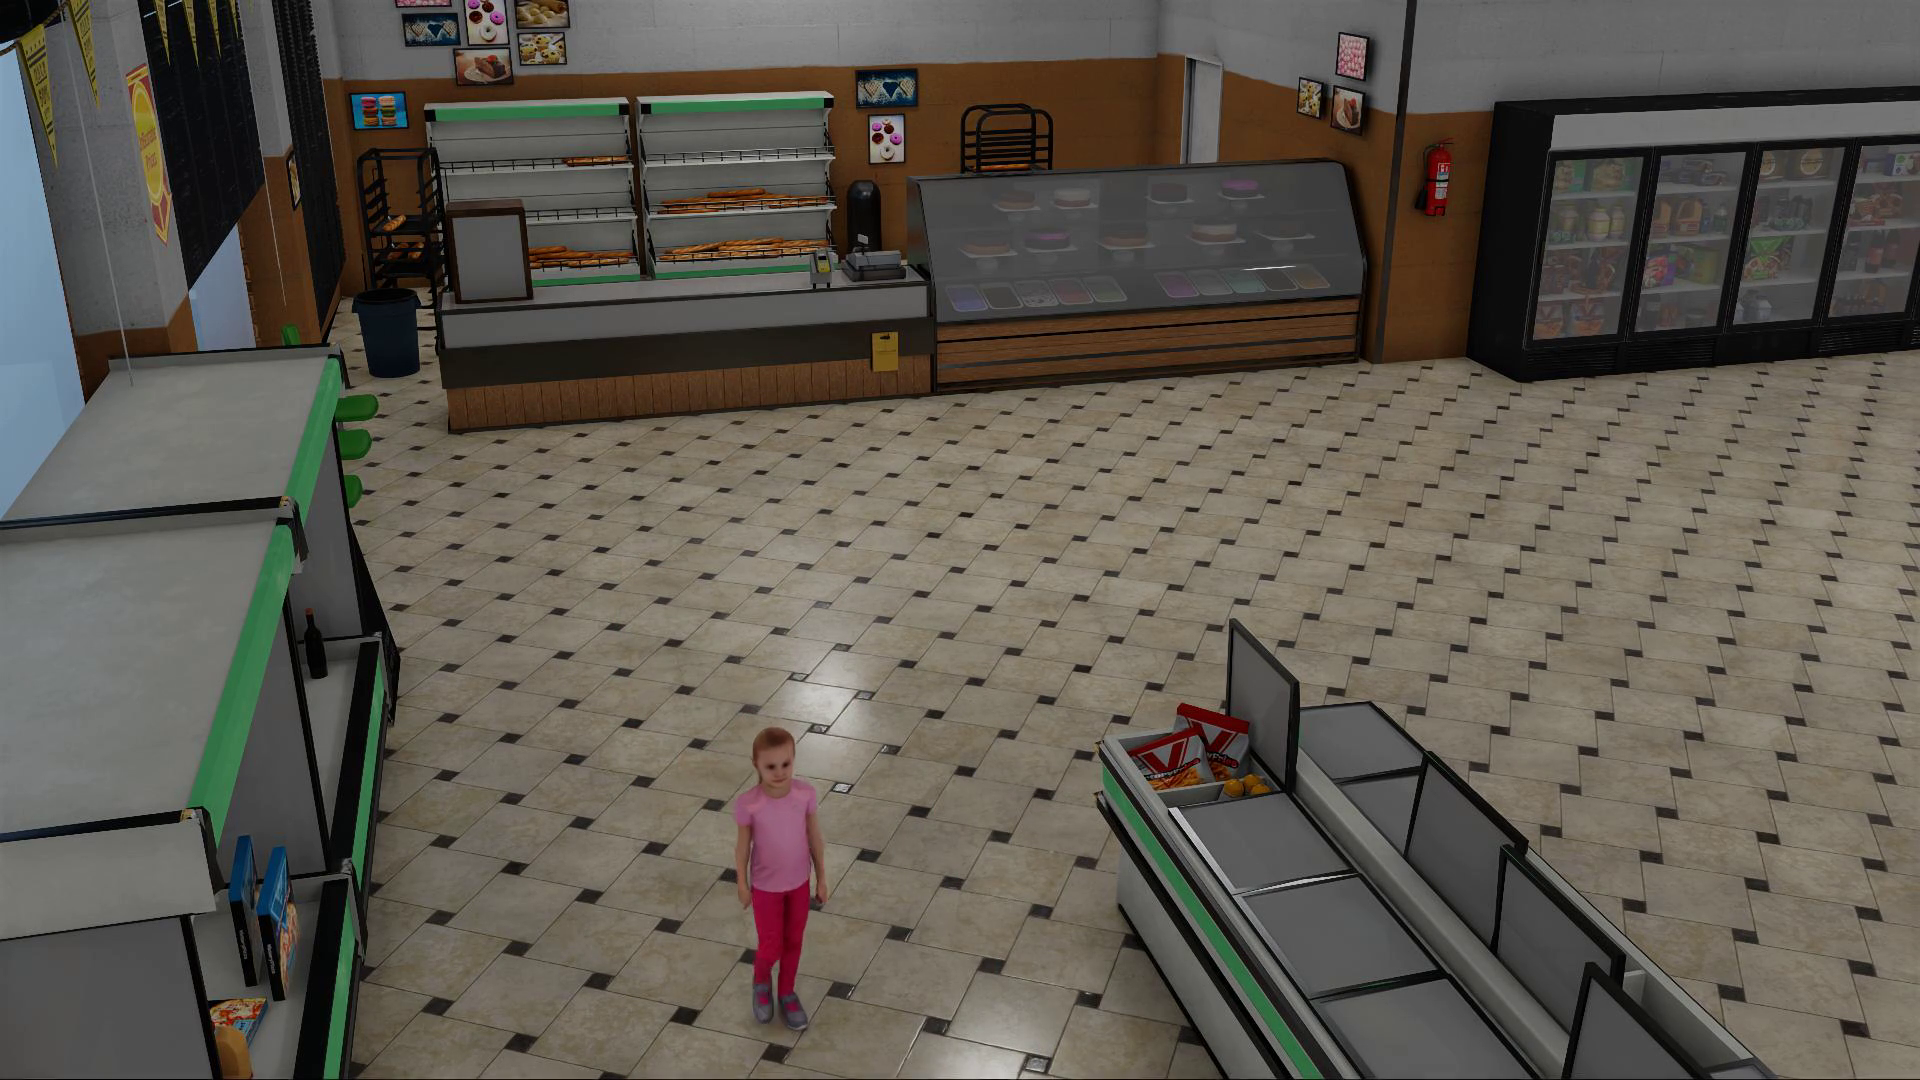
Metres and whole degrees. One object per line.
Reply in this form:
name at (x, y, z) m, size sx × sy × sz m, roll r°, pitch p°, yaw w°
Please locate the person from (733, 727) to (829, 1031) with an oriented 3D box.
person at (-0.702, 1.260, 6.337) m, size 0.531 × 1.262 × 0.570 m, roll -11°, pitch 24°, yaw -26°
